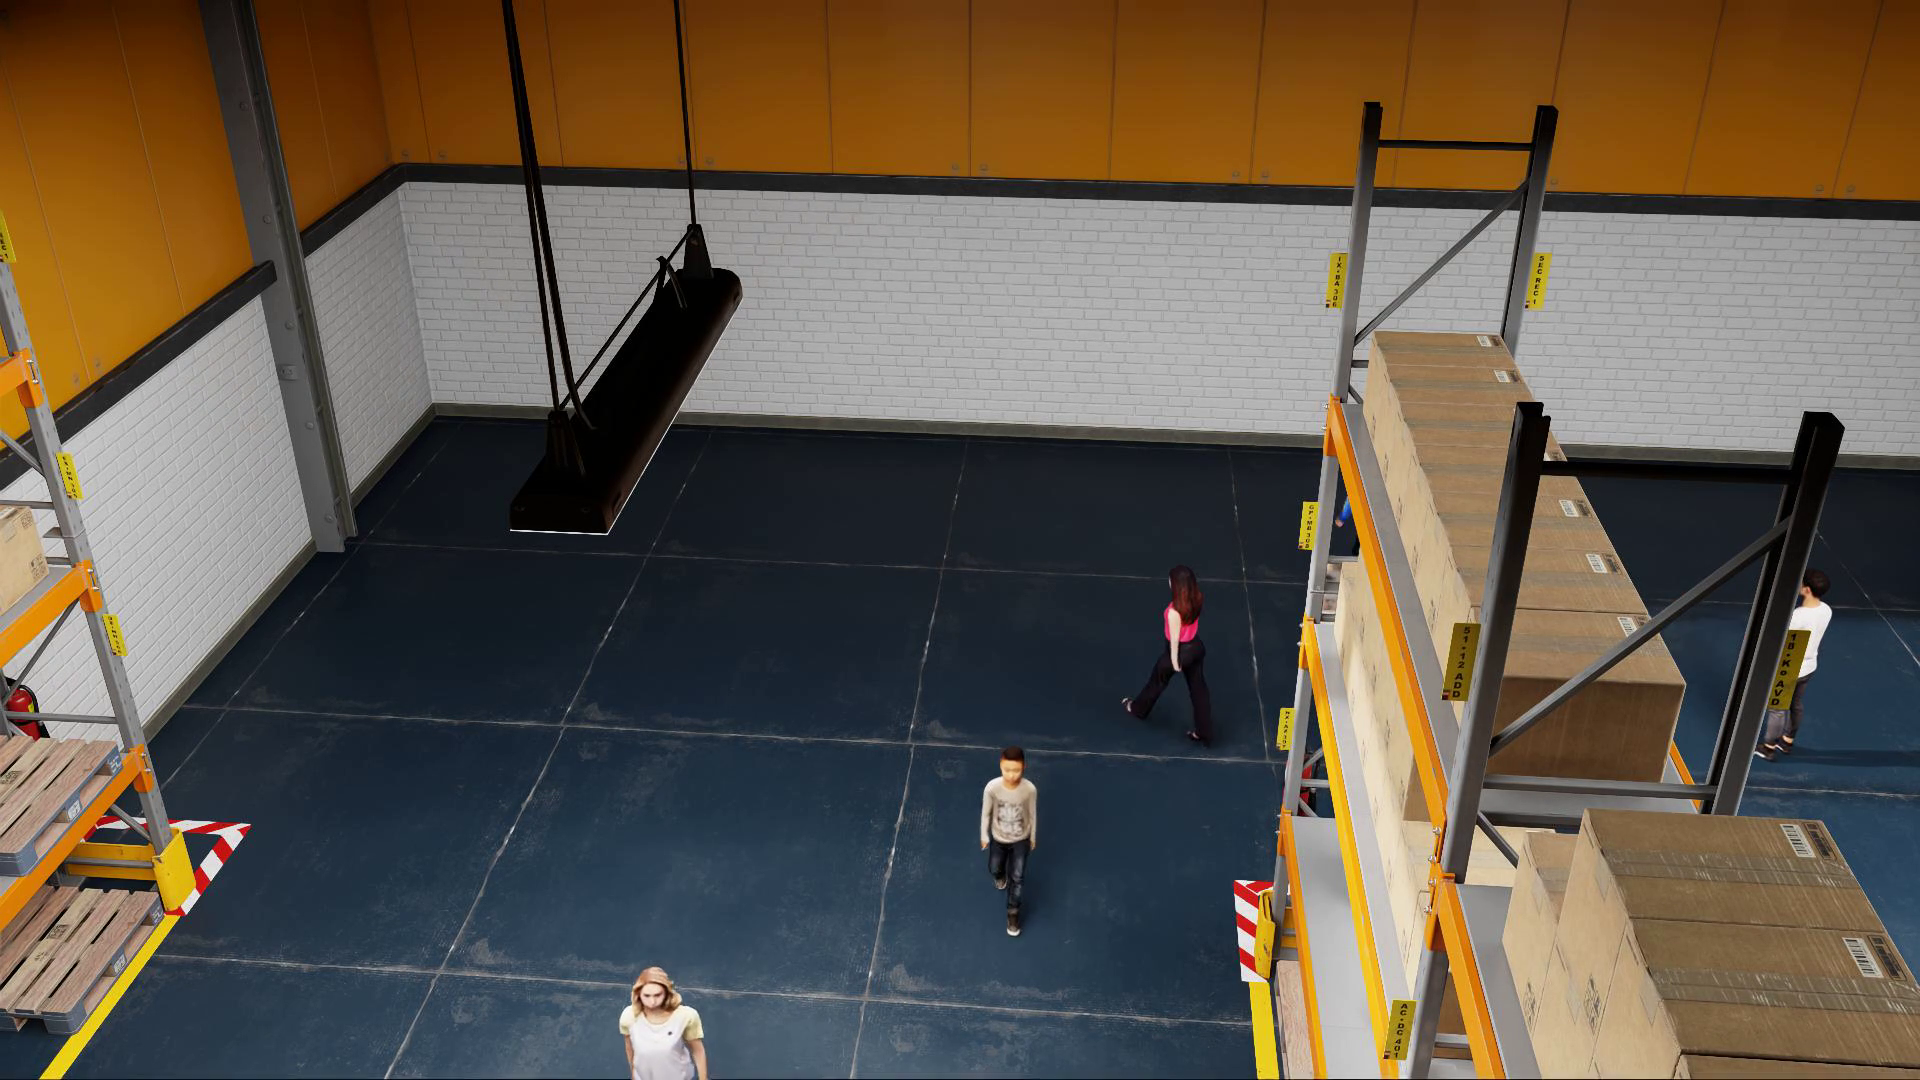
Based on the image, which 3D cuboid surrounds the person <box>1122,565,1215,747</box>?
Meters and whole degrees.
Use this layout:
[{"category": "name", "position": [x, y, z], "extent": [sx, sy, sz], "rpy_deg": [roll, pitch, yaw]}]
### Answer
[{"category": "person", "position": [1.892, 0.989, 13.662], "extent": [1.090, 1.603, 1.095], "rpy_deg": [25, 37, 38]}]

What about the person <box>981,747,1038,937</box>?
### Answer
[{"category": "person", "position": [0.362, 2.067, 11.847], "extent": [0.579, 1.447, 0.860], "rpy_deg": [0, 29, 0]}]

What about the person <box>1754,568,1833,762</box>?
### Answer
[{"category": "person", "position": [6.782, 1.009, 13.504], "extent": [0.690, 1.718, 0.713], "rpy_deg": [-16, 32, -26]}]

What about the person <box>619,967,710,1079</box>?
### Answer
[{"category": "person", "position": [-1.701, 3.098, 9.702], "extent": [0.747, 1.691, 1.181], "rpy_deg": [-2, 29, -4]}]
